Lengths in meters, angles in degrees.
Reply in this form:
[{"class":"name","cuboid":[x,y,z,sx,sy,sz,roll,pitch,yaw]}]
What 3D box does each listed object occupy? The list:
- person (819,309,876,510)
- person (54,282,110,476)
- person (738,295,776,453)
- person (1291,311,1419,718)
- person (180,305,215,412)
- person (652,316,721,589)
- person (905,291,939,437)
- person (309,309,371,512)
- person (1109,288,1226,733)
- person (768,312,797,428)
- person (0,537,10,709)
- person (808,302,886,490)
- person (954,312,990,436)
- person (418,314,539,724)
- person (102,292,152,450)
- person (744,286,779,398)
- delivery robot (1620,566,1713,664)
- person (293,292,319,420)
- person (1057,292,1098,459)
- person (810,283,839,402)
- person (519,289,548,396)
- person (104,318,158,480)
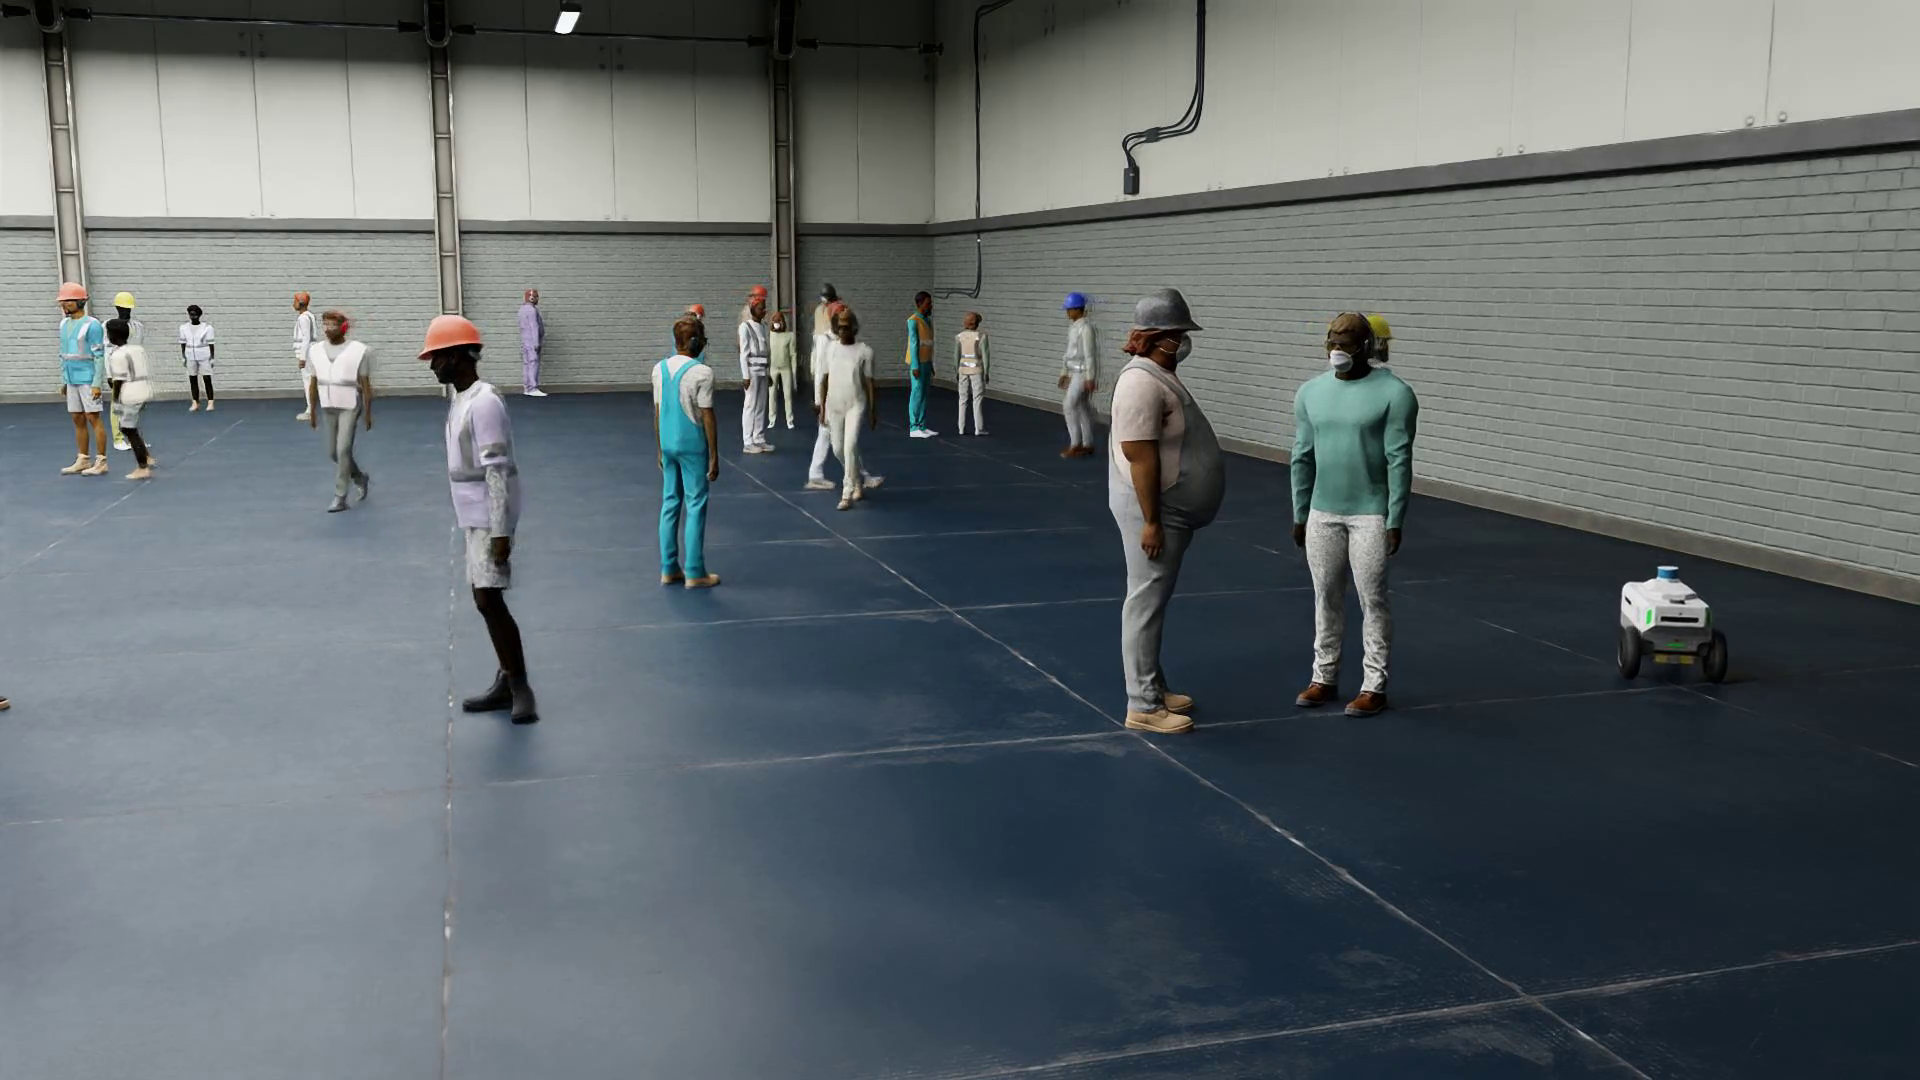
[{"class":"person","cuboid":[-1.005,-1.208,15.249,0.496,1.814,0.828,3,9,18]},{"class":"person","cuboid":[-9.306,-1.691,17.591,0.608,2.044,0.377,4,10,25]},{"class":"person","cuboid":[-2.436,-1.988,19.988,0.340,1.882,0.586,4,10,25]},{"class":"person","cuboid":[1.866,-0.121,7.958,0.623,1.932,0.369,7,11,38]},{"class":"person","cuboid":[-11.966,-2.849,26.134,0.535,1.686,0.334,0,9,-3]},{"class":"person","cuboid":[-1.834,-0.582,11.187,0.517,1.836,0.349,5,10,30]},{"class":"person","cuboid":[-0.512,-2.317,21.990,0.392,1.917,0.591,3,9,20]},{"class":"person","cuboid":[-5.601,-1.191,15.120,0.575,1.821,0.793,2,9,10]},{"class":"person","cuboid":[0.963,-0.147,7.744,0.538,2.000,0.682,2,9,10]},{"class":"person","cuboid":[-2.516,-2.360,23.189,0.499,1.627,0.279,0,9,-1]},{"class":"person","cuboid":[-4.822,-0.121,7.815,0.365,1.966,0.608,3,10,20]},{"class":"person","cuboid":[-1.115,-1.397,16.319,0.939,1.841,0.595,3,9,19]},{"class":"person","cuboid":[0.158,-2.200,22.118,0.516,1.640,0.314,5,10,30]},{"class":"person","cuboid":[-2.258,-0.099,7.839,0.470,1.912,0.595,-5,10,-28]},{"class":"person","cuboid":[-10.178,-2.061,20.332,0.383,1.923,0.589,4,10,22]},{"class":"person","cuboid":[-3.401,-3.428,28.922,0.901,1.954,0.666,-8,12,-42]},{"class":"delivery robot","cuboid":[3.733,0.381,8.800,0.477,0.478,0.707,2,9,12]},{"class":"person","cuboid":[-9.730,-2.729,24.726,0.355,1.883,0.575,-3,9,-16]},{"class":"person","cuboid":[1.331,-1.902,19.324,0.632,1.925,0.638,-2,9,-10]},{"class":"person","cuboid":[-2.190,-3.278,27.722,0.687,2.000,0.536,5,10,30]},{"class":"person","cuboid":[-7.603,-3.510,29.627,0.404,1.906,0.652,-6,11,-32]},{"class":"person","cuboid":[-8.551,-1.438,17.103,0.368,1.674,0.545,-1,9,-7]}]
